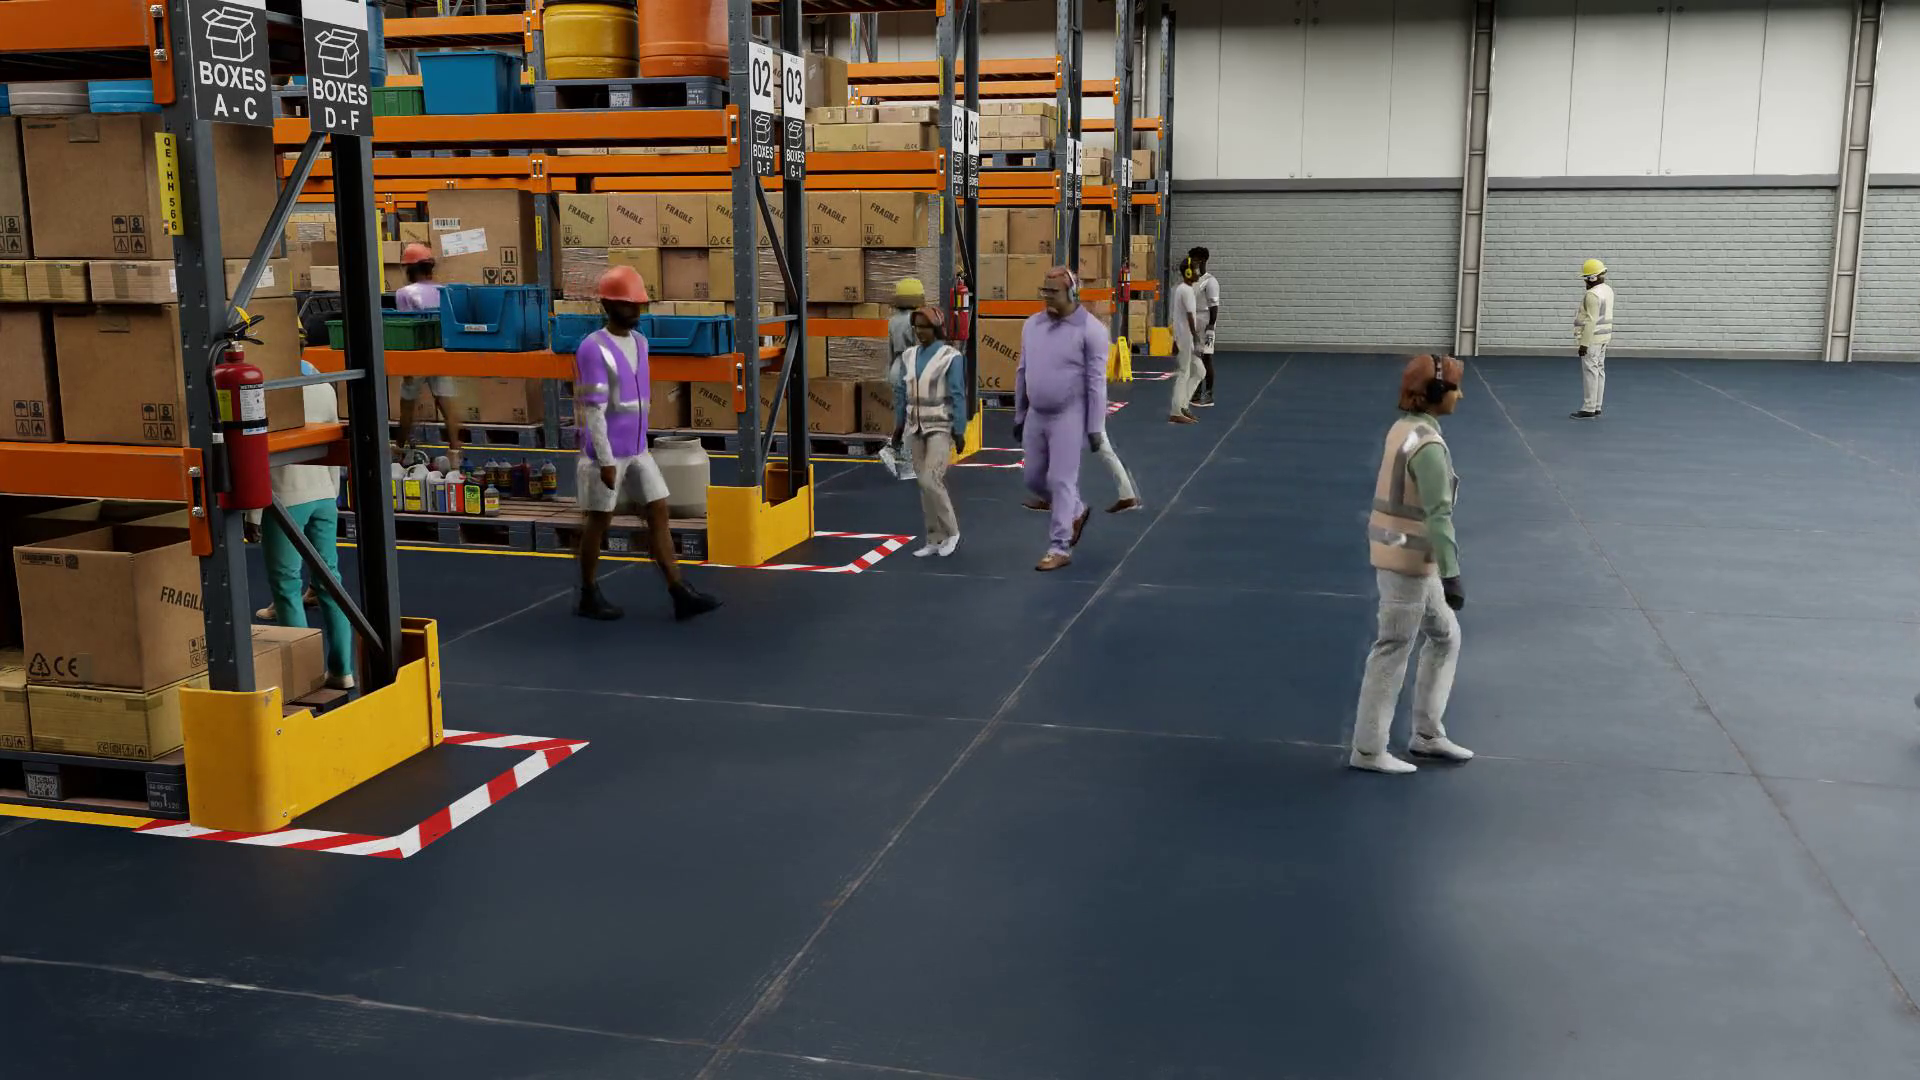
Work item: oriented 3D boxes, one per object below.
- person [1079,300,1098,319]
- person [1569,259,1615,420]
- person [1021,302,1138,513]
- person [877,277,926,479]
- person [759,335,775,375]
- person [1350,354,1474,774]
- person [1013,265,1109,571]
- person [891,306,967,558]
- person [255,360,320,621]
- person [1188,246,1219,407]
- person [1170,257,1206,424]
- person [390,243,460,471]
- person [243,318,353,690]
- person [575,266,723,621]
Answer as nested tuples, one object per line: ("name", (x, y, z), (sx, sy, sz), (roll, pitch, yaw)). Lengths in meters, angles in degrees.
("person", (2.058, -3.750, 26.992), (0.869, 1.869, 0.624), (-2, 10, -12))
("person", (7.218, -2.285, 19.003), (0.403, 1.823, 0.586), (8, 13, 38))
("person", (0.936, -0.980, 12.425), (0.874, 1.588, 0.524), (4, 11, 20))
("person", (-0.475, -1.352, 14.074), (0.508, 1.725, 0.506), (-8, 13, -38))
("person", (-2.255, -2.460, 19.386), (0.406, 2.036, 0.606), (1, 10, 5))
("person", (1.793, 0.107, 6.317), (0.629, 1.615, 0.550), (1, 10, 6))
("person", (0.642, -0.775, 10.444), (0.657, 1.884, 0.643), (9, 14, 41))
("person", (-0.199, -0.680, 10.645), (0.371, 1.624, 0.529), (-10, 14, -43))
("person", (-3.642, -0.412, 8.962), (0.316, 1.700, 0.540), (3, 11, 18))
("person", (2.956, -2.627, 20.496), (0.363, 1.963, 0.612), (-4, 11, -20))
("person", (2.554, -2.199, 18.436), (0.488, 1.853, 0.527), (1, 10, 7))
("person", (-4.789, -1.595, 14.676), (1.015, 1.998, 0.640), (6, 12, 32))
("person", (-2.970, -0.157, 7.396), (0.336, 1.757, 0.517), (4, 11, 23))
("person", (-1.701, -0.481, 8.799), (0.904, 1.895, 0.562), (6, 12, 28))
